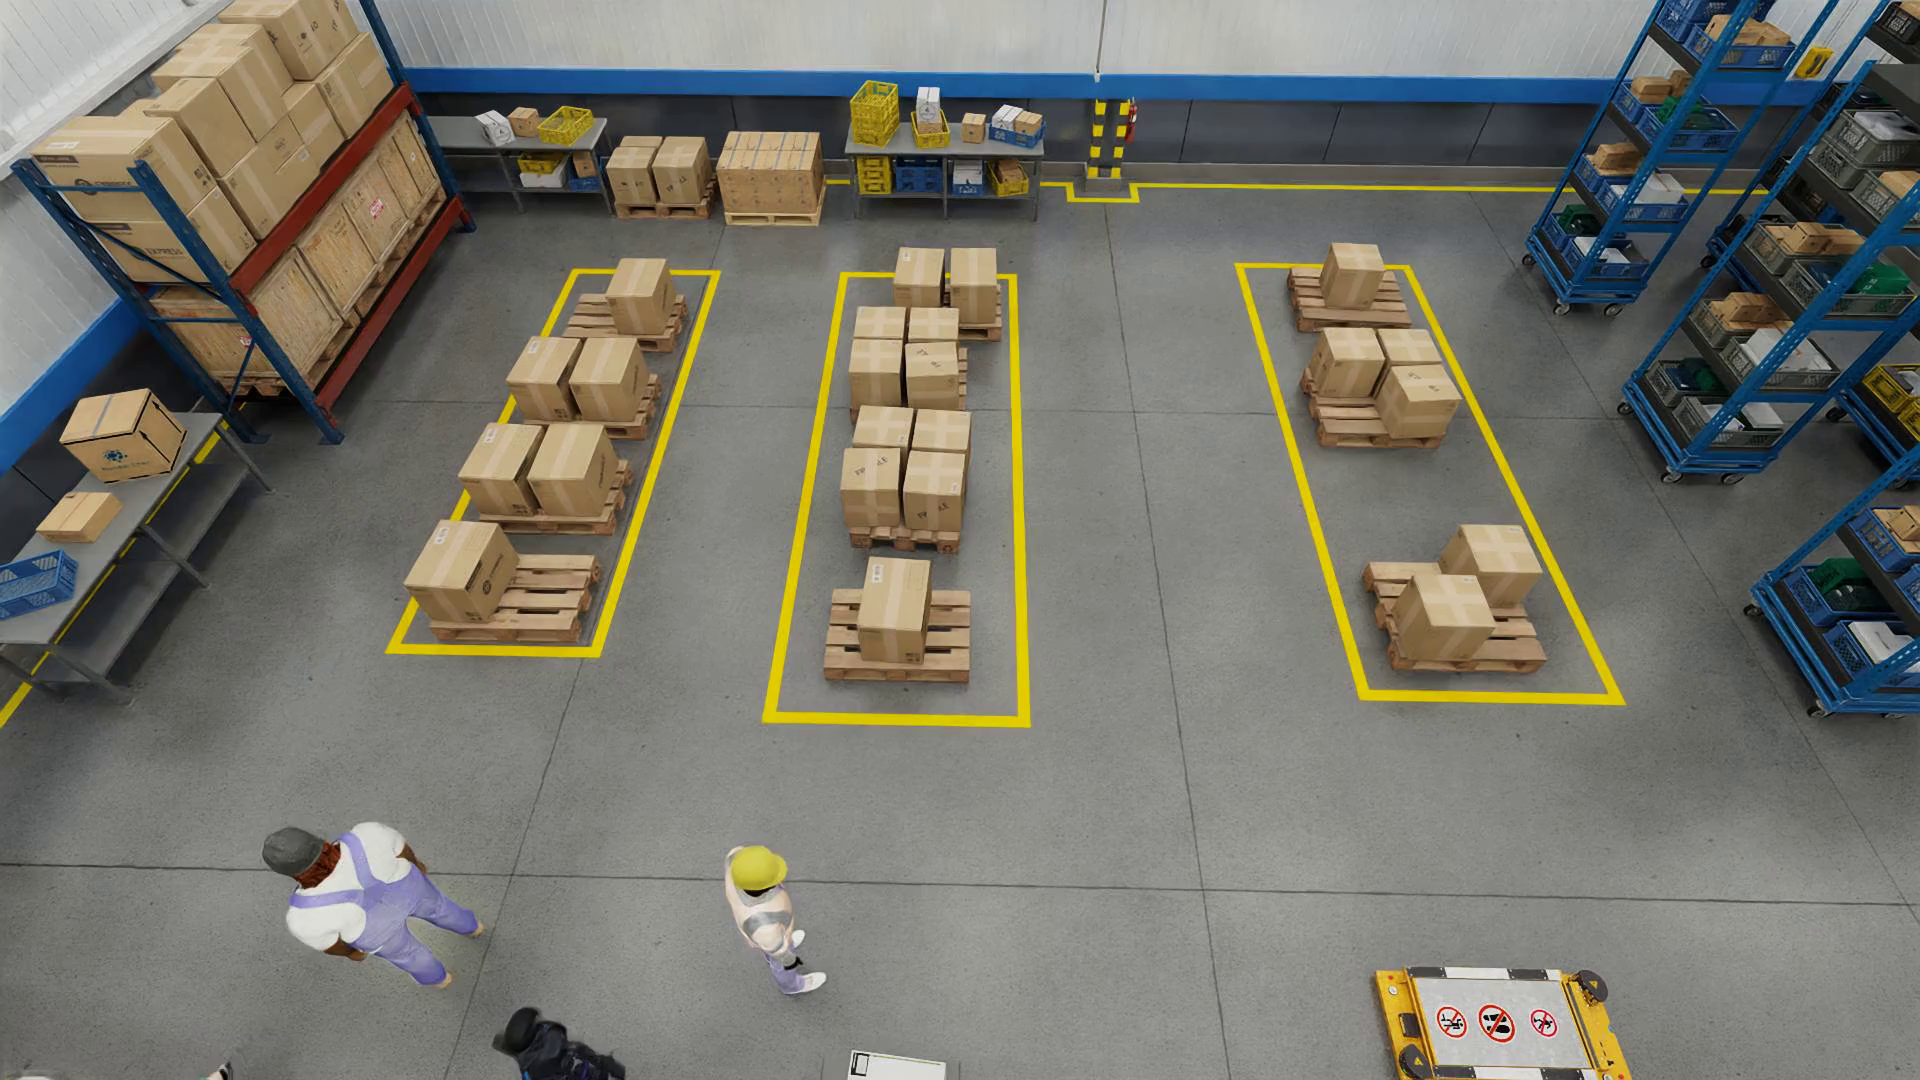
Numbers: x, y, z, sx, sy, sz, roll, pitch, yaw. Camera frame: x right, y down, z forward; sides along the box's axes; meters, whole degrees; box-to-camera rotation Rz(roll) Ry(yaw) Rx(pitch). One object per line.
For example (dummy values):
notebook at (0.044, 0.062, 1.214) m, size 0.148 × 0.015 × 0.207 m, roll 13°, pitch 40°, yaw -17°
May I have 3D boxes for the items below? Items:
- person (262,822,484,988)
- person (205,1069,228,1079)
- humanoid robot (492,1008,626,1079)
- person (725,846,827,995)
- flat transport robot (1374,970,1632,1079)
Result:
person at (-3.561, 2.189, 5.560) m, size 0.536 × 2.000 × 0.685 m, roll 18°, pitch 53°, yaw 14°
person at (-4.588, 3.147, 4.970) m, size 0.527 × 1.739 × 0.534 m, roll 20°, pitch 54°, yaw 16°
humanoid robot at (-2.213, 2.978, 5.148) m, size 0.576 × 1.646 × 0.350 m, roll 4°, pitch 51°, yaw 3°
person at (-1.134, 2.293, 5.548) m, size 0.378 × 1.923 × 0.589 m, roll -24°, pitch 55°, yaw -18°
flat transport robot at (3.501, 3.133, 5.914) m, size 1.431 × 0.197 × 0.652 m, roll 1°, pitch 51°, yaw 1°
